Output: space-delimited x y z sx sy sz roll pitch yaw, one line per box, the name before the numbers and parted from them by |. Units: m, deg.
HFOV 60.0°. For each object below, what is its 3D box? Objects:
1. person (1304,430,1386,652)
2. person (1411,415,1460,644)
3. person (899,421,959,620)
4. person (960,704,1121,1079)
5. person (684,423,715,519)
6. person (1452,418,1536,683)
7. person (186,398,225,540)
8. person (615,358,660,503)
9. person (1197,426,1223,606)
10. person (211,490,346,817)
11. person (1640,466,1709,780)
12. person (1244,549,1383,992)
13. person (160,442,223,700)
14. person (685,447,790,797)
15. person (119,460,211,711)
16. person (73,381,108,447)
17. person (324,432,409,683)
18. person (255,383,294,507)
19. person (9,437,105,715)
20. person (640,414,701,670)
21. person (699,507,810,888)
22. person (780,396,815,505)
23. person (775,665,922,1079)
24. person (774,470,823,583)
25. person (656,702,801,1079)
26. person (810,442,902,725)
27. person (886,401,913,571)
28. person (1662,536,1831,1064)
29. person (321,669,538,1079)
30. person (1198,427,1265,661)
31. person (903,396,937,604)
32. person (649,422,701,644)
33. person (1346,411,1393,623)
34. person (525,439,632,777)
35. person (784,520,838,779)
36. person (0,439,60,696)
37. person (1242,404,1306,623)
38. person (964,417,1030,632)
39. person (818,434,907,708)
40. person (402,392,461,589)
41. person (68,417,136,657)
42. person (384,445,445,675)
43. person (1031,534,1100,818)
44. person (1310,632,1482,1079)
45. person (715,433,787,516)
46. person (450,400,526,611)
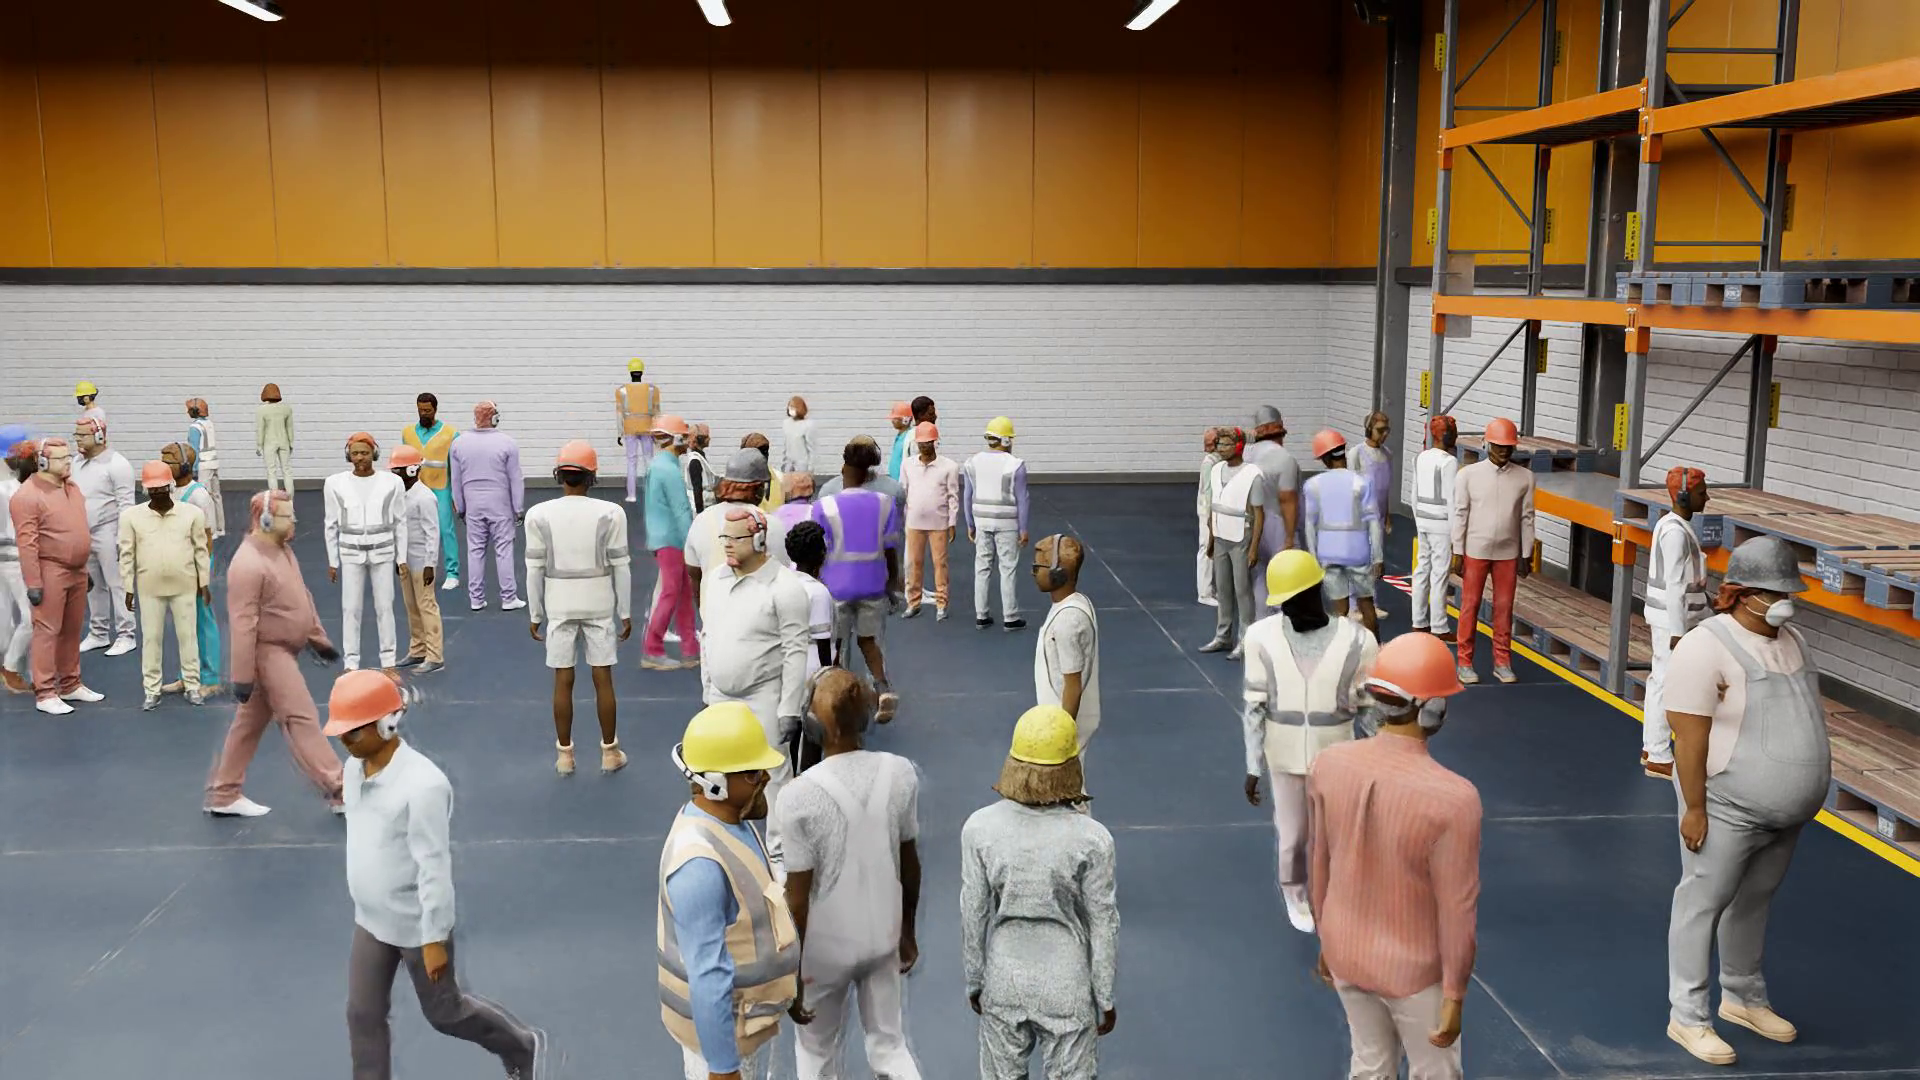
person | 2.926 0.108 12.516 0.624 1.873 0.654 5 10 30
person | 3.938 -0.087 13.699 0.354 1.883 0.573 -3 10 -18
person | -0.287 -0.168 14.613 0.563 1.751 0.329 2 9 14
person | 0.250 1.354 5.087 0.492 1.743 0.295 3 10 18
person | -2.446 -0.271 15.617 0.306 1.640 0.523 -1 9 -8
person | 3.947 0.086 12.312 0.604 1.986 0.404 0 9 2
person | -8.651 -0.808 19.032 0.316 1.630 0.510 -1 9 -4
person | -4.282 -1.456 22.145 0.589 1.930 0.361 -3 9 -17
person | 2.331 -0.222 15.300 0.311 1.642 0.514 3 9 17
person | -3.724 0.644 9.207 1.008 1.851 0.638 -2 9 -12
person | 4.318 0.497 10.034 0.356 1.883 0.573 3 10 19
person | 1.559 0.939 7.363 0.607 1.863 0.871 3 10 18
person | -5.529 0.219 11.897 0.508 1.846 0.345 6 11 35
person | -1.220 0.468 9.719 0.688 2.000 0.536 5 10 30
person | -5.539 0.310 11.611 0.574 1.749 0.337 -4 10 -25
person | -10.423 -1.027 19.991 0.525 1.760 0.341 6 11 35
person | -4.367 0.141 12.270 0.575 1.882 0.360 -3 9 -17
person | -8.883 -1.217 21.573 0.278 1.633 0.507 7 12 39
person | -6.253 0.238 11.571 0.402 1.910 0.650 1 9 6
person | -2.170 0.024 12.726 0.614 1.965 0.716 -3 9 -16
person | -1.043 0.783 8.164 0.641 1.908 0.407 6 11 34
person | -1.882 -0.908 19.662 0.517 1.617 0.533 8 12 41
person | -0.297 1.301 5.238 0.532 1.817 0.832 -6 11 -33
person | -1.159 0.299 12.128 0.529 1.599 0.714 5 10 30
person | -0.658 1.358 4.782 0.403 1.833 0.590 -1 9 -4
person | -0.689 0.322 10.976 0.683 1.935 0.581 -4 10 -23
person | -0.584 -0.556 17.055 0.346 1.747 0.572 -3 9 -16
person | 3.081 0.989 6.451 0.681 2.000 0.538 -5 10 -29
person | -1.877 1.258 5.765 0.583 1.718 0.786 7 11 37
person | 2.176 0.021 13.136 0.372 1.843 0.570 -6 11 -31
person | -0.386 -0.374 15.391 0.399 1.920 0.590 0 9 0
person | -2.268 -0.059 13.652 0.745 1.842 0.499 1 9 6
person | 3.582 -0.205 14.555 0.506 1.846 0.344 -6 11 -33
person | -2.297 0.412 10.067 0.614 2.041 0.393 -1 9 -7
person | -0.837 0.735 9.119 0.319 1.696 0.532 -6 11 -34
person | -6.616 0.217 11.849 0.410 1.863 0.621 3 9 16
person | 2.510 -0.102 13.297 0.537 2.000 0.728 -4 10 -26
person | 0.328 -0.135 14.167 0.595 1.828 0.403 5 10 28
person | -0.667 0.231 11.531 0.629 1.939 0.372 -3 10 -19
person | -5.082 -0.474 16.061 0.595 1.912 0.384 2 9 11
person | -6.867 -0.028 13.252 0.639 1.910 0.407 4 10 24
person | -4.167 0.145 12.648 0.343 1.749 0.571 -8 12 -42
person | 0.484 0.884 7.723 0.325 1.843 0.517 1 9 8
person | 1.255 1.256 4.990 0.571 1.978 0.612 -7 11 -36
person | -1.538 0.104 12.634 0.626 1.844 0.429 -8 12 -42
person | -4.230 -0.305 14.991 0.654 1.906 0.408 1 9 6
